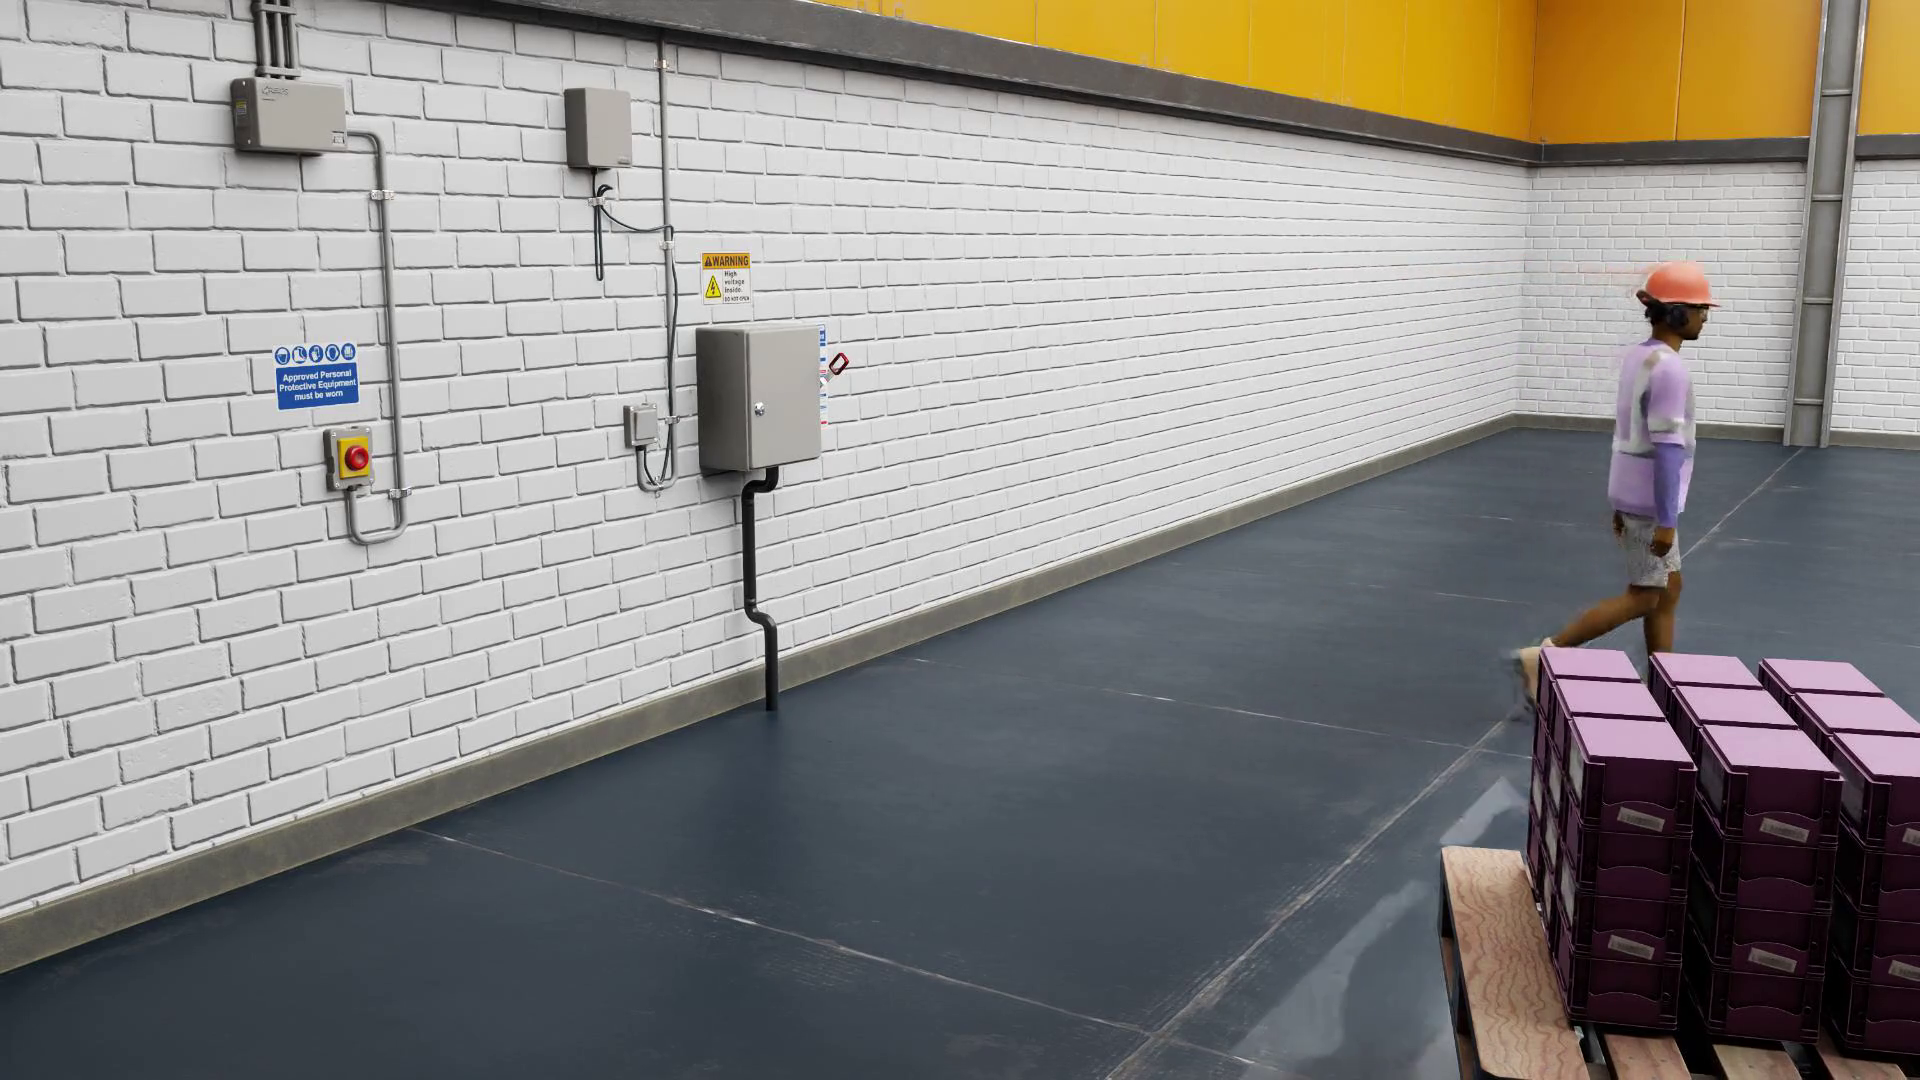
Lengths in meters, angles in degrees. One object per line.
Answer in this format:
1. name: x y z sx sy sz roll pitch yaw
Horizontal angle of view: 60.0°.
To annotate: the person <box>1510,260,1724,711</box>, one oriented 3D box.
1. person: 2.870 -0.181 7.142 0.858 2.024 0.620 2 10 10
